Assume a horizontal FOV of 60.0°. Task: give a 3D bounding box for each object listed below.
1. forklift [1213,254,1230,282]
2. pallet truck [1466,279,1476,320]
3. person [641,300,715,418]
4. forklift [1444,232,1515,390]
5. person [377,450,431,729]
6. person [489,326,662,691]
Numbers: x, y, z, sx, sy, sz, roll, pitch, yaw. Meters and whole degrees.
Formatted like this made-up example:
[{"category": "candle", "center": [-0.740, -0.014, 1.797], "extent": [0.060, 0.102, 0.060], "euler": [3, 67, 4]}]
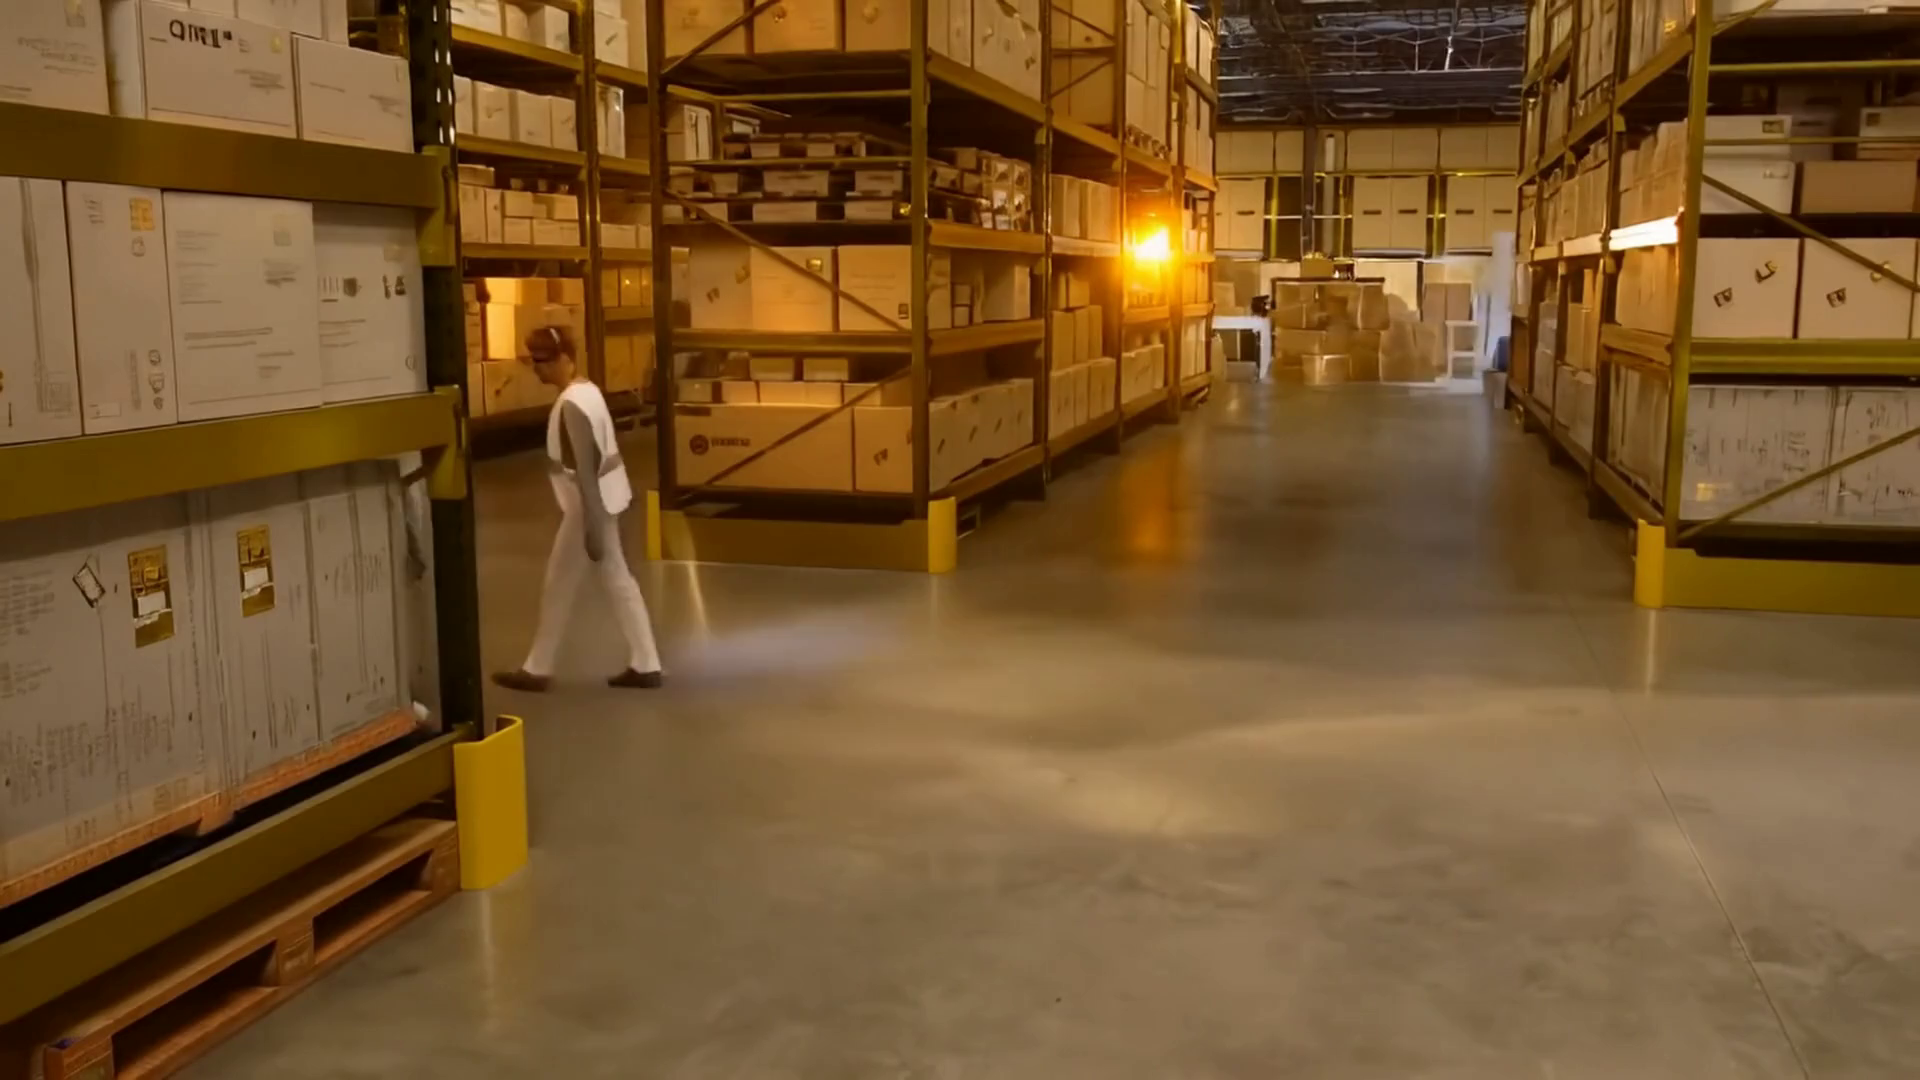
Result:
[{"category": "forklift", "center": [8.566, -8.070, 55.044], "extent": [1.873, 2.768, 1.129], "euler": [-2, 9, -14]}, {"category": "pallet truck", "center": [18.896, -8.459, 60.307], "extent": [1.885, 1.965, 0.823], "euler": [5, 10, 31]}, {"category": "person", "center": [-2.558, -1.247, 15.042], "extent": [0.630, 1.826, 0.500], "euler": [1, 9, 8]}, {"category": "forklift", "center": [9.650, -4.075, 29.659], "extent": [1.873, 2.768, 1.129], "euler": [2, 9, 13]}, {"category": "person", "center": [-2.607, 0.070, 7.410], "extent": [0.859, 1.590, 0.509], "euler": [9, 12, 43]}, {"category": "person", "center": [-1.884, -0.134, 8.058], "extent": [0.888, 1.781, 0.670], "euler": [-1, 9, -5]}]
